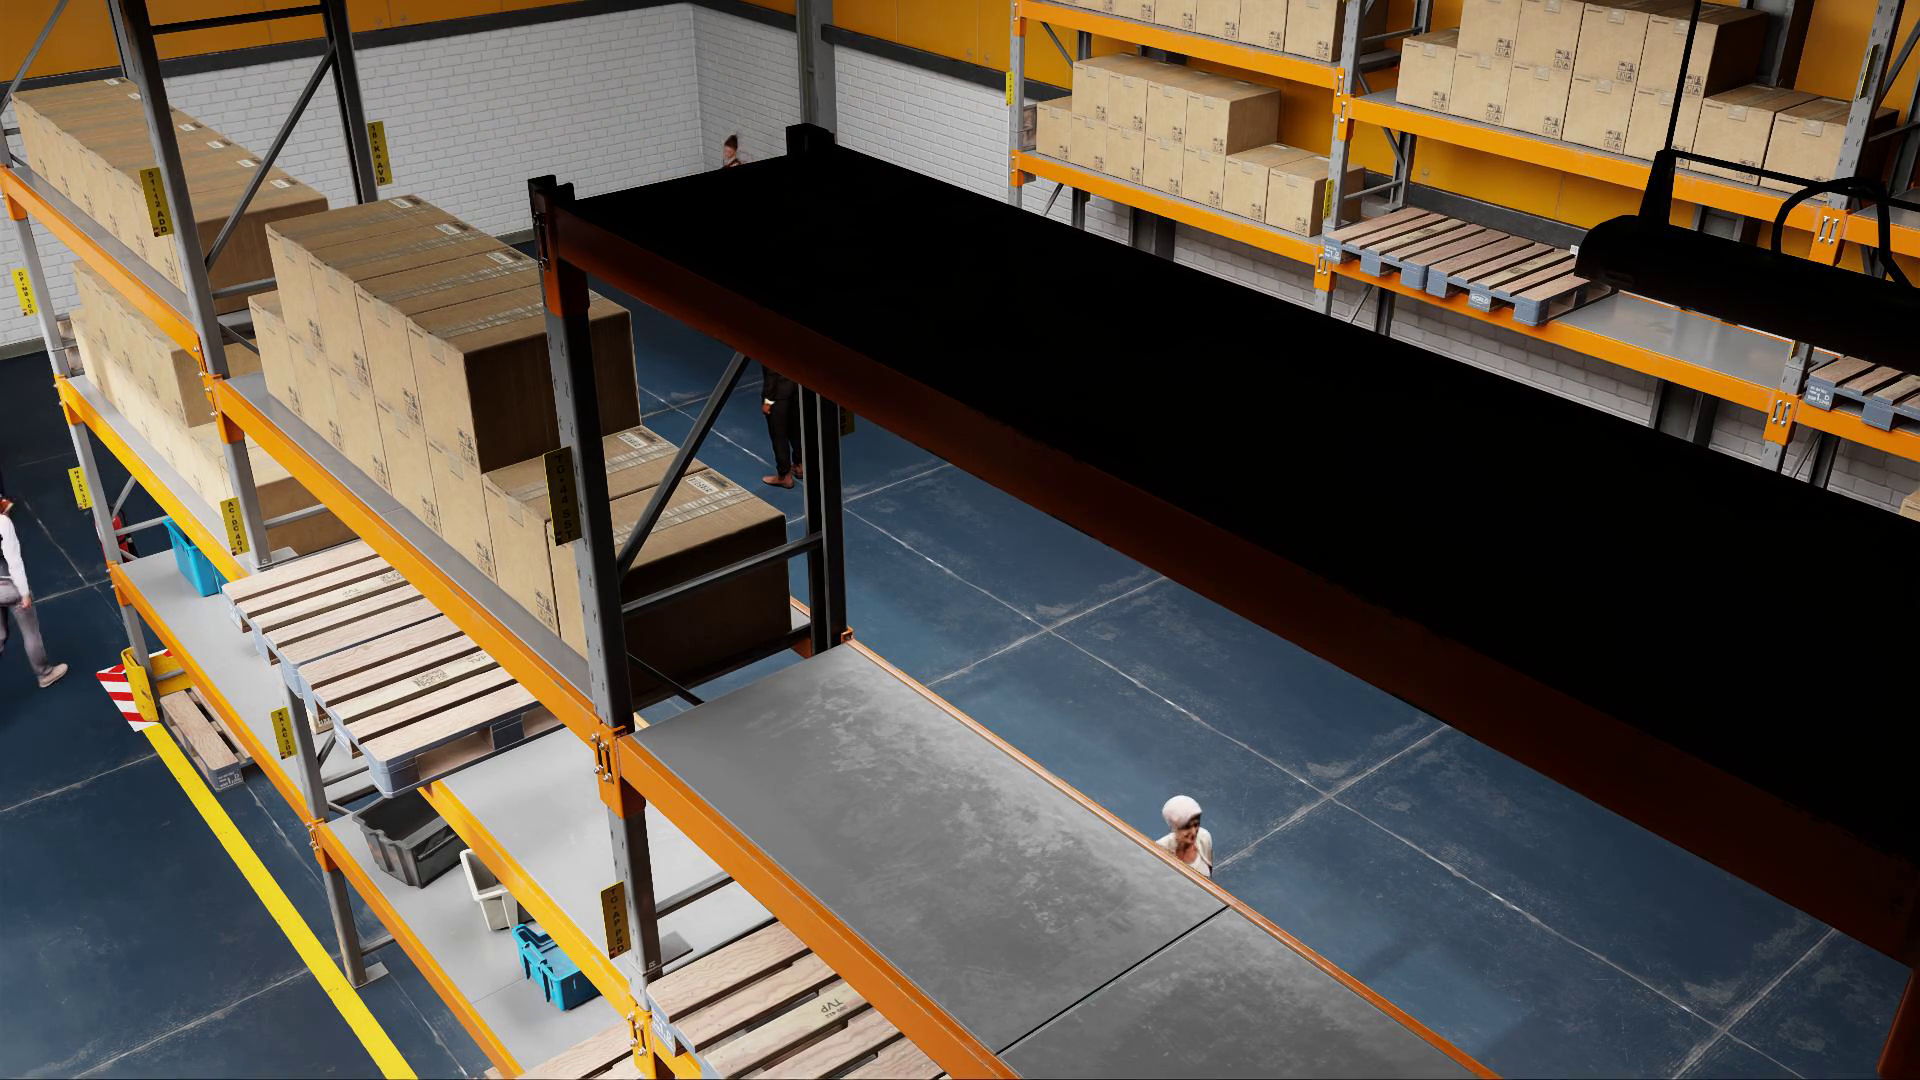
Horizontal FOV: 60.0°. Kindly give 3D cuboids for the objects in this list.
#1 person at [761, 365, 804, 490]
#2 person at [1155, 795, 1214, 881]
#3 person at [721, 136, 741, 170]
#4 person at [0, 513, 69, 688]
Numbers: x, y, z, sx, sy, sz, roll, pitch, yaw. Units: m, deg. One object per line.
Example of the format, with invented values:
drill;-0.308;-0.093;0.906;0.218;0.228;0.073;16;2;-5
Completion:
person;-1.713;-1.437;16.078;0.724;1.904;0.775;17;33;28
person;1.200;2.159;9.652;0.707;1.746;0.774;-12;31;-21
person;-2.968;-4.551;22.051;0.849;1.651;0.606;-8;30;-14
person;-7.354;0.423;12.663;1.151;1.909;1.180;4;29;8
